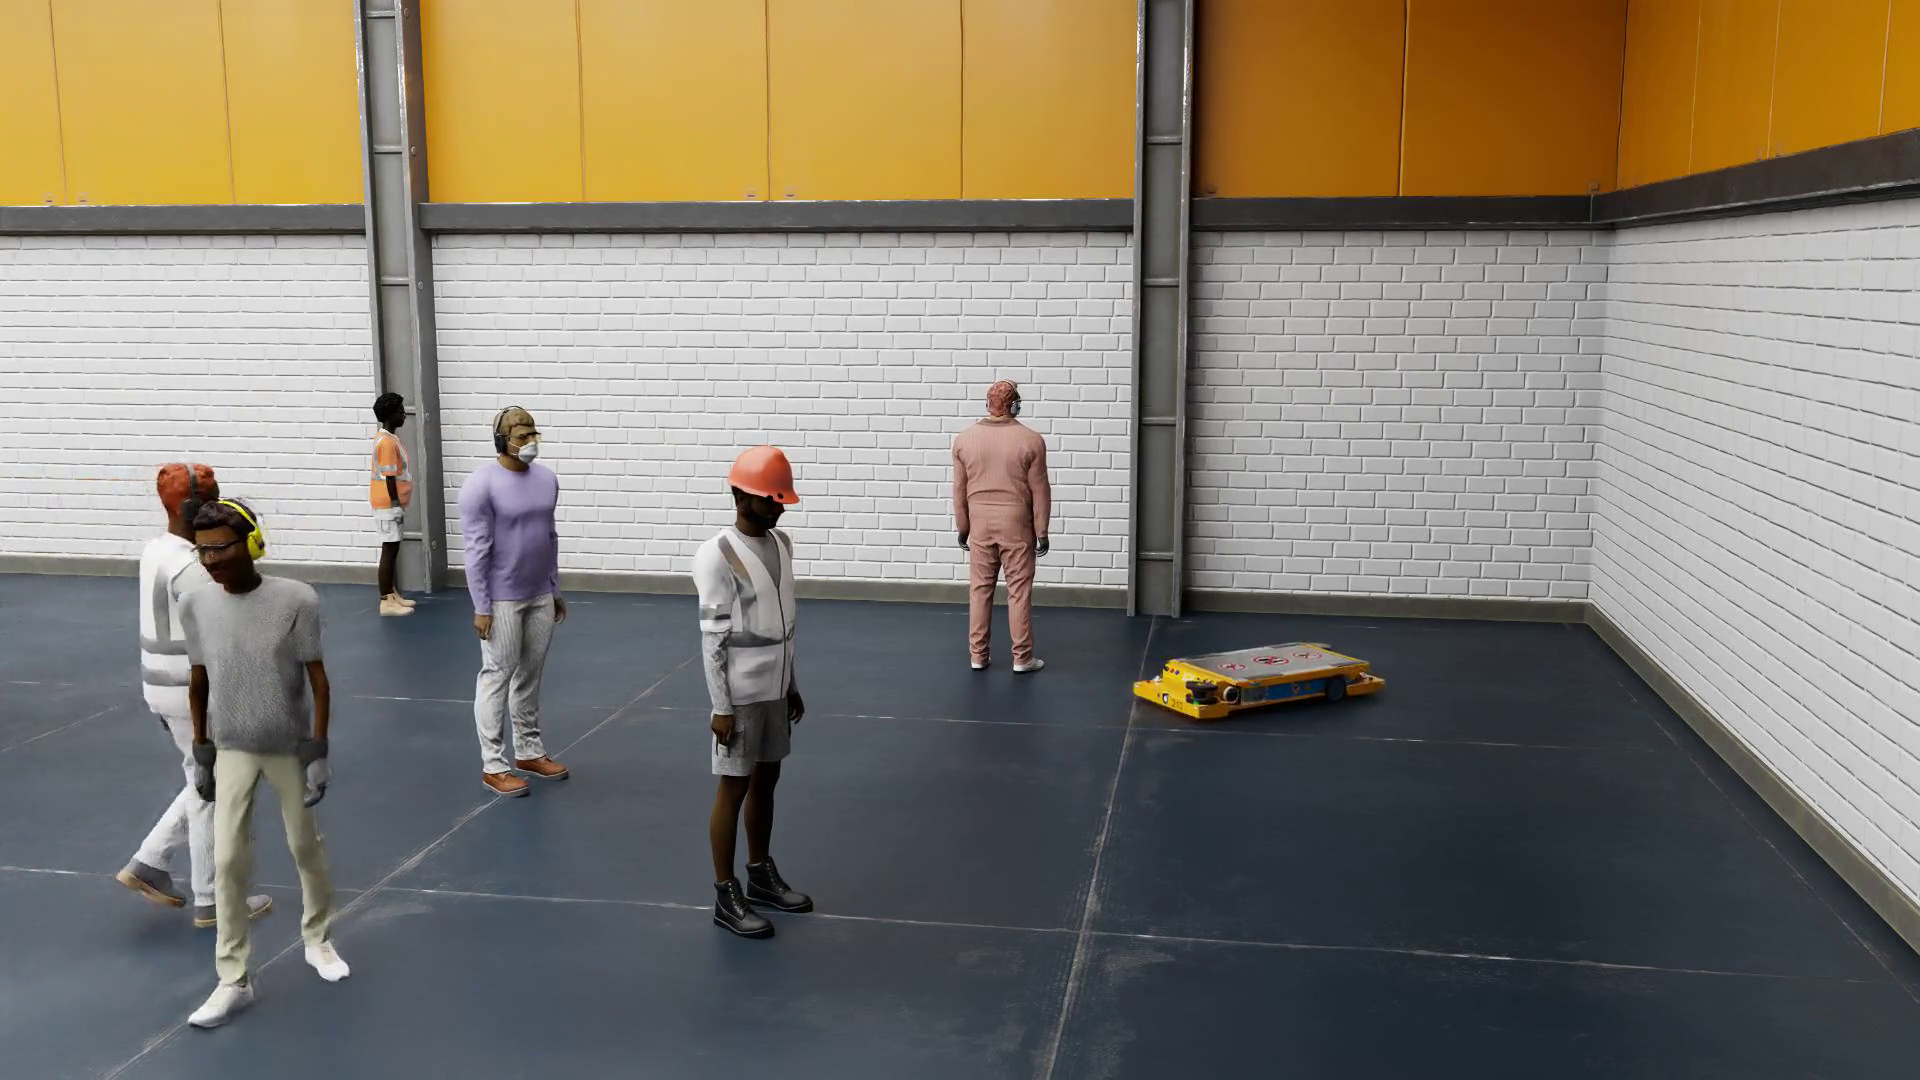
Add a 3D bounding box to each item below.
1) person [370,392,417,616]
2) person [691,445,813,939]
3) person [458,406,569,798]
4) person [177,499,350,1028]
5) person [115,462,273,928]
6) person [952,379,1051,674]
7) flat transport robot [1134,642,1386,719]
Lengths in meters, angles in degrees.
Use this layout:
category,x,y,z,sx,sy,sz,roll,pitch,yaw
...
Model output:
category,x,y,z,sx,sy,sz,roll,pitch,yaw
person,-4.307,-0.272,12.615,0.318,1.695,0.535,-3,10,-18
person,-0.797,0.585,6.584,0.368,1.929,0.542,5,10,28
person,-2.221,0.293,8.355,0.376,1.940,0.629,5,10,27
person,-2.471,0.755,5.895,0.508,1.831,0.651,-1,9,-6
person,-3.017,0.622,6.532,0.446,1.870,0.573,-6,11,-34
person,0.284,-0.083,10.770,0.651,1.906,0.409,3,10,20
flat transport robot,1.833,0.837,10.128,1.431,0.197,0.652,-5,11,-29
